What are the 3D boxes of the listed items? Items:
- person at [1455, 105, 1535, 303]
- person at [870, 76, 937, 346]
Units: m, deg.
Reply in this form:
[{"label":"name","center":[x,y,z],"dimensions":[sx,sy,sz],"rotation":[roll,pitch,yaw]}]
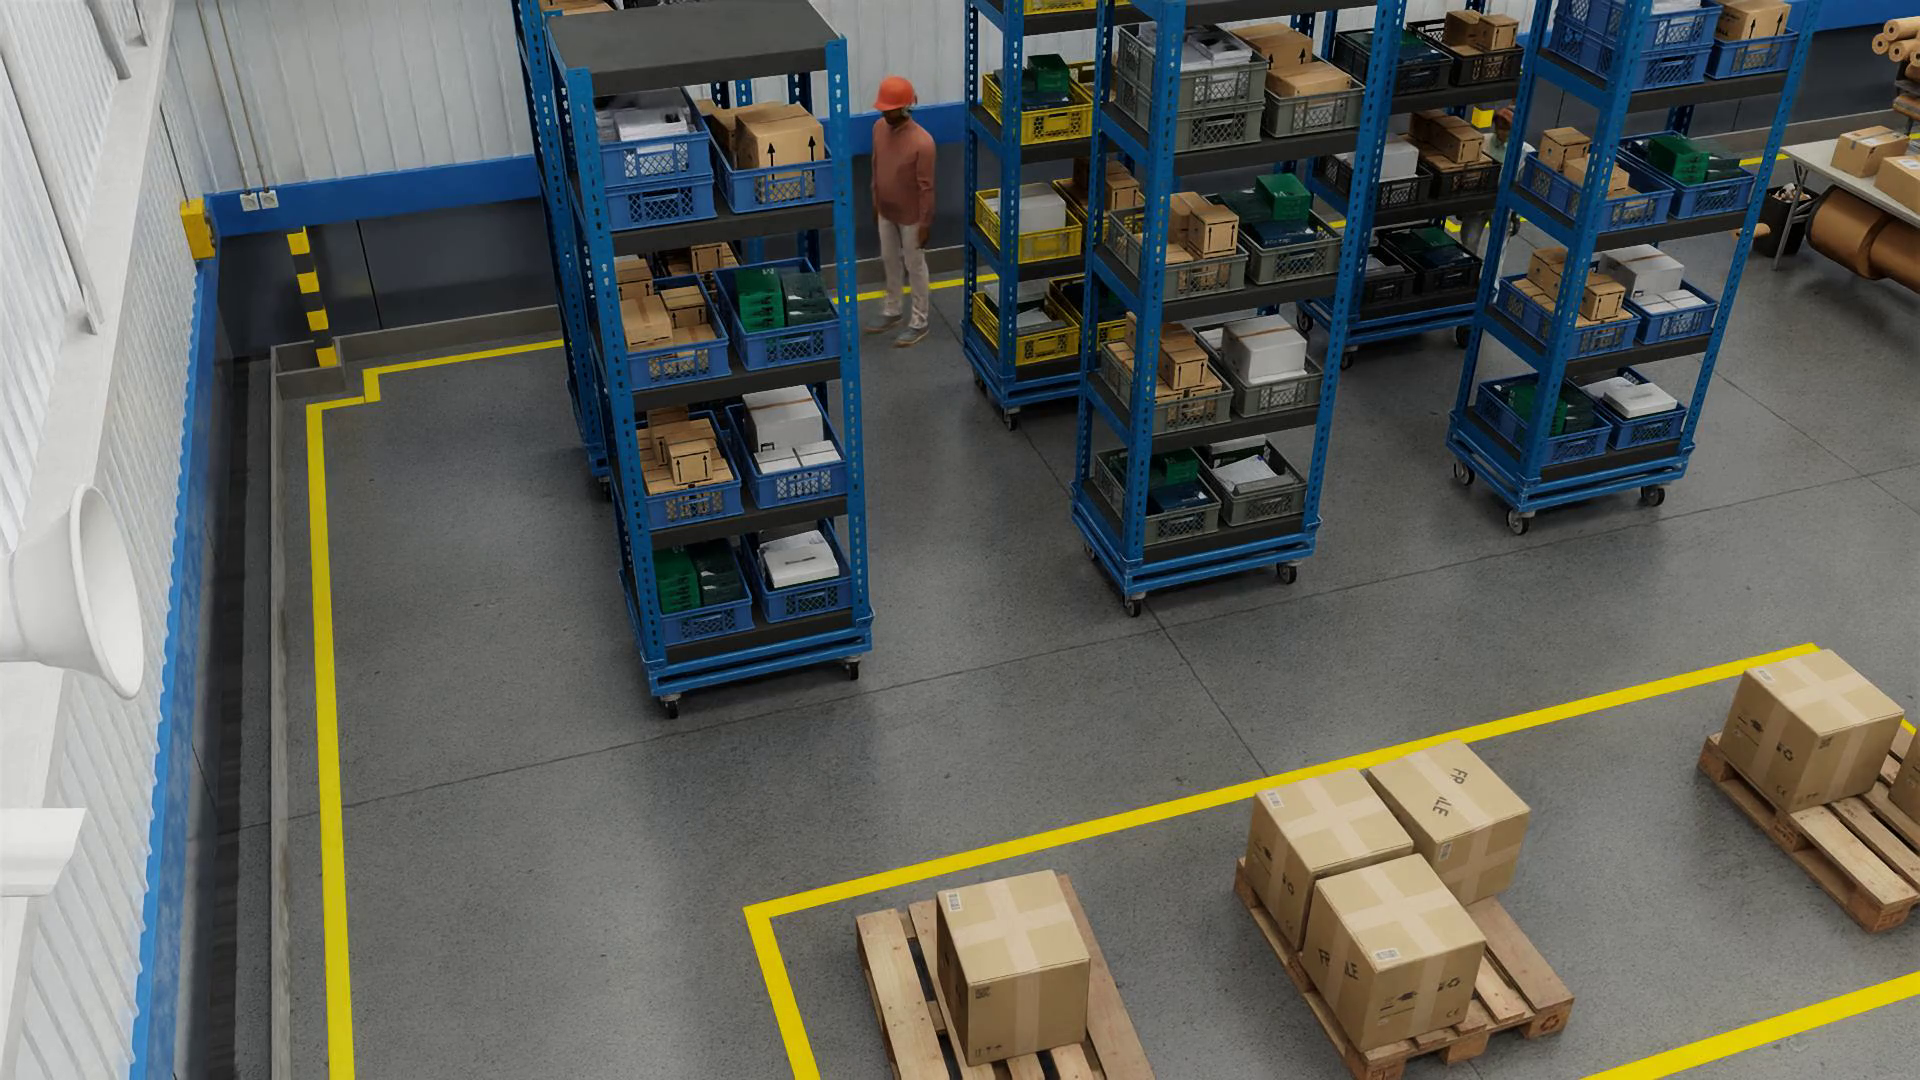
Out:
[{"label":"person","center":[3.920,-2.426,12.292],"dimensions":[0.514,1.640,0.310],"rotation":[22,41,28]},{"label":"person","center":[-0.420,-2.346,11.885],"dimensions":[0.397,1.988,0.617],"rotation":[-29,44,-35]}]
